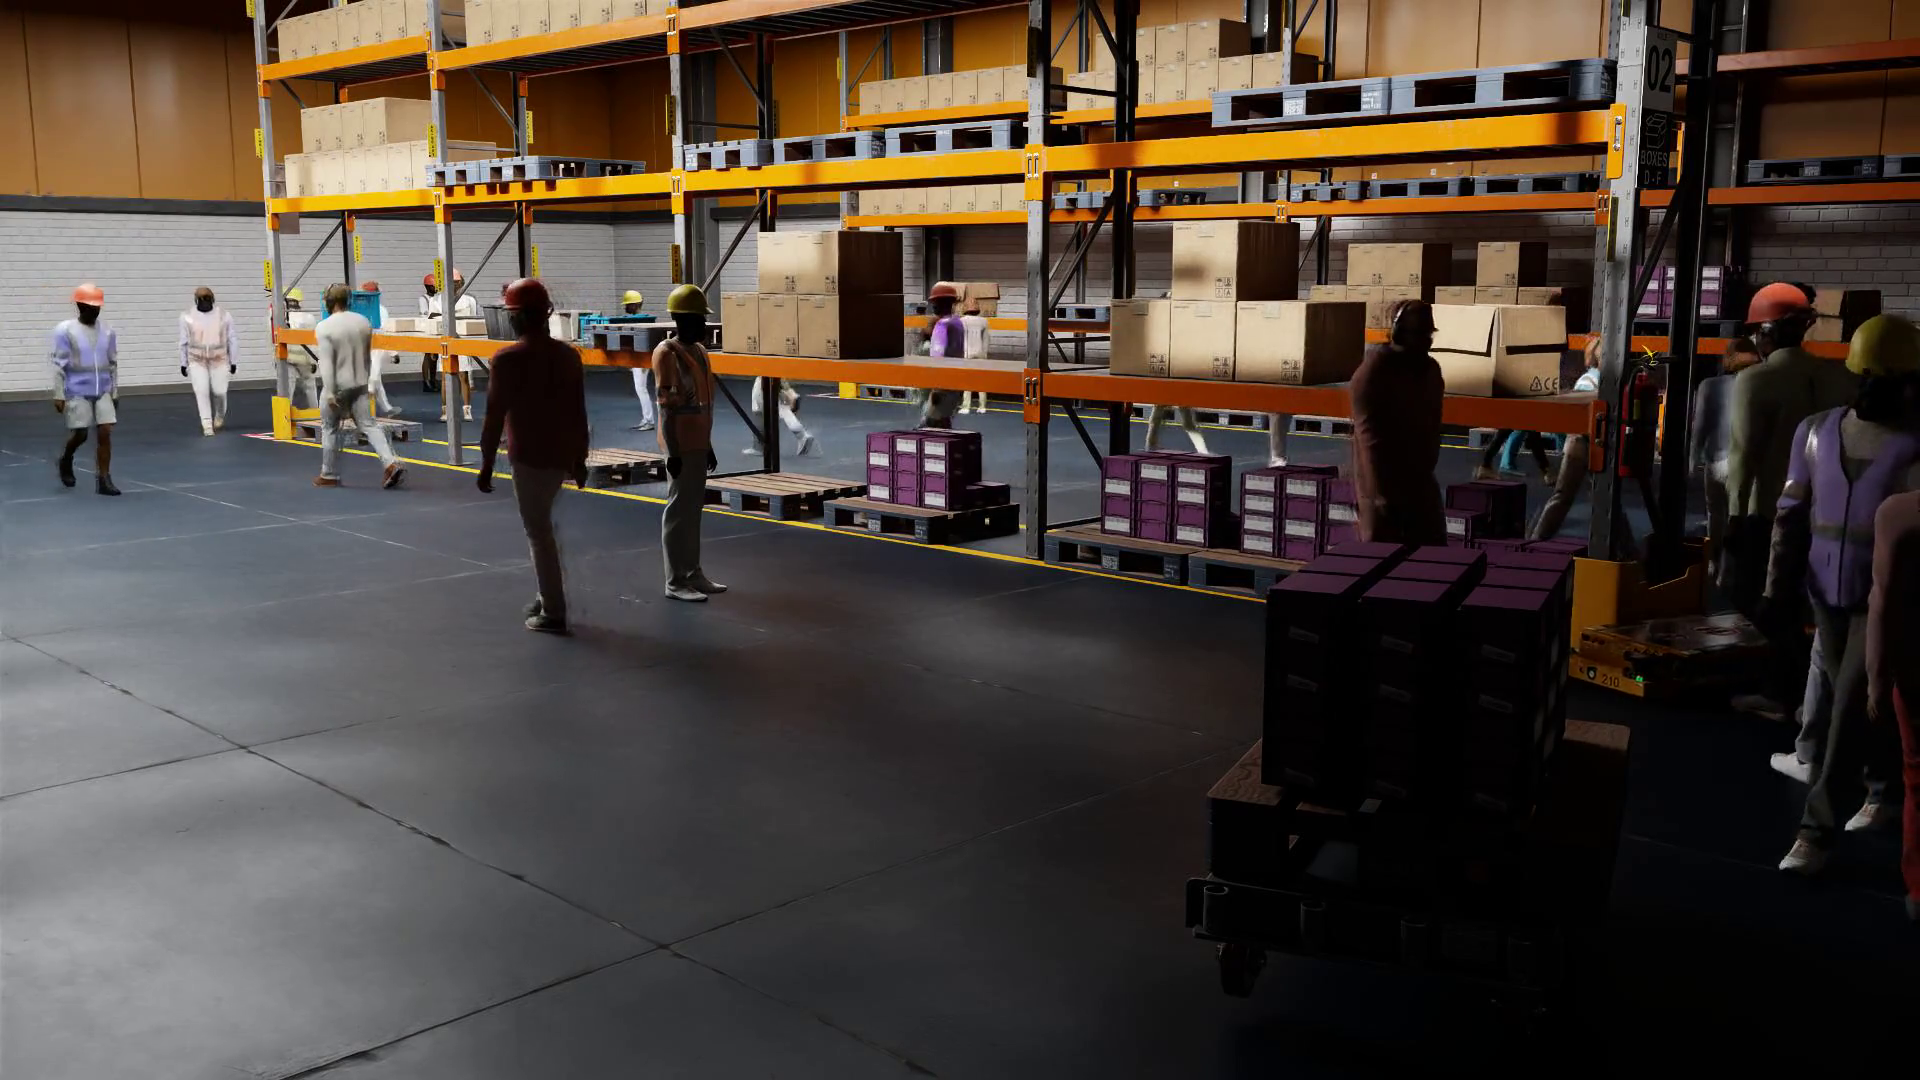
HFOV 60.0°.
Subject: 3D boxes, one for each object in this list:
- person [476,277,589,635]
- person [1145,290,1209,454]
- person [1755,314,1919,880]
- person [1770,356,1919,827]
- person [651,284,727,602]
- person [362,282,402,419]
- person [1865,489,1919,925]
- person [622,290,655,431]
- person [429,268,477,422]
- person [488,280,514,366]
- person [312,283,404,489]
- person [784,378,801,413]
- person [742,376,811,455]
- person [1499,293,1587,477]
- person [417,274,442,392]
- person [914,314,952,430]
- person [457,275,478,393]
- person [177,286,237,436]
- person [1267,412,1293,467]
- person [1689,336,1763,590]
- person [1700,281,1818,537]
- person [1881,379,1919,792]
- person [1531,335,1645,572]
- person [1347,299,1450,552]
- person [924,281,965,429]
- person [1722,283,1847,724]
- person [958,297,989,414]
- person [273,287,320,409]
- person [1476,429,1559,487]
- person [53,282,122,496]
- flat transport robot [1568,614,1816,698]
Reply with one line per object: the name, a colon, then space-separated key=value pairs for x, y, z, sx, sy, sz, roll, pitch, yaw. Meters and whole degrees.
person: x=-2.423 y=-0.462 z=9.272 sx=0.676 sy=1.973 sz=0.617 roll=5 pitch=11 yaw=30
person: x=2.106 y=-1.515 z=16.192 sx=0.536 sy=1.827 sz=0.982 roll=-8 pitch=12 yaw=-42
person: x=3.099 y=0.167 z=5.707 sx=0.955 sy=1.874 sz=0.586 roll=-5 pitch=11 yaw=-29
person: x=3.422 y=0.119 z=6.161 sx=0.539 sy=1.825 sz=0.981 roll=0 pitch=9 yaw=-2
person: x=-1.660 y=-0.594 z=10.204 sx=0.365 sy=1.927 sz=0.588 roll=2 pitch=10 yaw=14
person: x=-7.696 y=-2.479 z=21.992 sx=0.573 sy=1.840 sz=0.955 roll=5 pitch=11 yaw=28
person: x=2.886 y=0.394 z=4.787 sx=0.520 sy=1.716 sz=0.911 roll=6 pitch=11 yaw=32
person: x=-4.039 y=-2.243 z=20.848 sx=0.357 sy=1.755 sz=0.530 roll=-3 pitch=10 yaw=-20
person: x=-6.669 y=-2.564 z=21.919 sx=0.615 sy=2.043 sz=0.372 roll=-2 pitch=10 yaw=-13
person: x=-5.861 y=-2.437 z=21.689 sx=0.656 sy=1.864 sz=0.899 roll=-4 pitch=10 yaw=-25
person: x=-5.571 y=-1.400 z=15.244 sx=0.949 sy=1.907 sz=0.638 roll=6 pitch=11 yaw=31
person: x=-2.473 y=-2.761 z=23.238 sx=0.616 sy=2.020 sz=0.894 roll=-8 pitch=12 yaw=-41
person: x=-1.997 y=-1.755 z=17.957 sx=0.764 sy=1.714 sz=0.479 roll=6 pitch=11 yaw=31
person: x=5.706 y=-1.474 z=16.015 sx=1.000 sy=1.785 sz=0.571 roll=7 pitch=12 yaw=36
person: x=-8.674 y=-3.403 z=27.393 sx=0.375 sy=1.935 sz=0.551 roll=2 pitch=9 yaw=11
person: x=-0.288 y=-1.452 z=16.487 sx=0.869 sy=1.588 sz=0.511 roll=3 pitch=10 yaw=18
person: x=-8.141 y=-3.351 z=27.070 sx=0.635 sy=1.938 sz=0.362 roll=0 pitch=9 yaw=1
person: x=-9.149 y=-2.178 z=20.234 sx=0.647 sy=1.823 sz=0.563 roll=-4 pitch=10 yaw=-25
person: x=3.172 y=-1.519 z=15.987 sx=0.677 sy=1.879 sz=0.745 roll=-4 pitch=10 yaw=-25
person: x=4.932 y=-0.502 z=10.641 sx=0.516 sy=1.582 sz=0.813 roll=4 pitch=10 yaw=22
person: x=5.400 y=-0.762 z=11.181 sx=0.540 sy=1.941 sz=0.628 roll=0 pitch=9 yaw=-2
person: x=3.517 y=0.190 z=6.124 sx=0.552 sy=1.680 sz=0.409 roll=-2 pitch=9 yaw=-13
person: x=4.194 y=-0.565 z=11.046 sx=0.893 sy=1.584 sz=0.530 roll=8 pitch=12 yaw=41
person: x=2.208 y=-0.266 z=8.354 sx=0.662 sy=1.879 sz=0.483 roll=-6 pitch=11 yaw=-31
person: x=-0.099 y=-1.458 z=15.557 sx=0.491 sy=1.912 sz=0.554 roll=3 pitch=10 yaw=20
person: x=3.640 y=-0.132 z=7.260 sx=0.646 sy=1.965 sz=0.668 roll=-5 pitch=10 yaw=-26
person: x=0.175 y=-2.576 z=23.285 sx=0.493 sy=1.627 sz=0.284 roll=-4 pitch=10 yaw=-25
person: x=-8.513 y=-2.340 z=21.351 sx=0.601 sy=1.790 sz=0.841 roll=0 pitch=9 yaw=2
person: x=5.292 y=-1.331 z=15.574 sx=0.903 sy=1.644 sz=0.540 roll=5 pitch=10 yaw=26
person: x=-7.834 y=-1.346 z=14.867 sx=0.689 sy=1.912 sz=0.567 roll=6 pitch=11 yaw=34
flat transport robot: x=3.677 y=0.550 z=8.255 sx=1.431 sy=0.197 sz=0.652 roll=-4 pitch=10 yaw=-24
